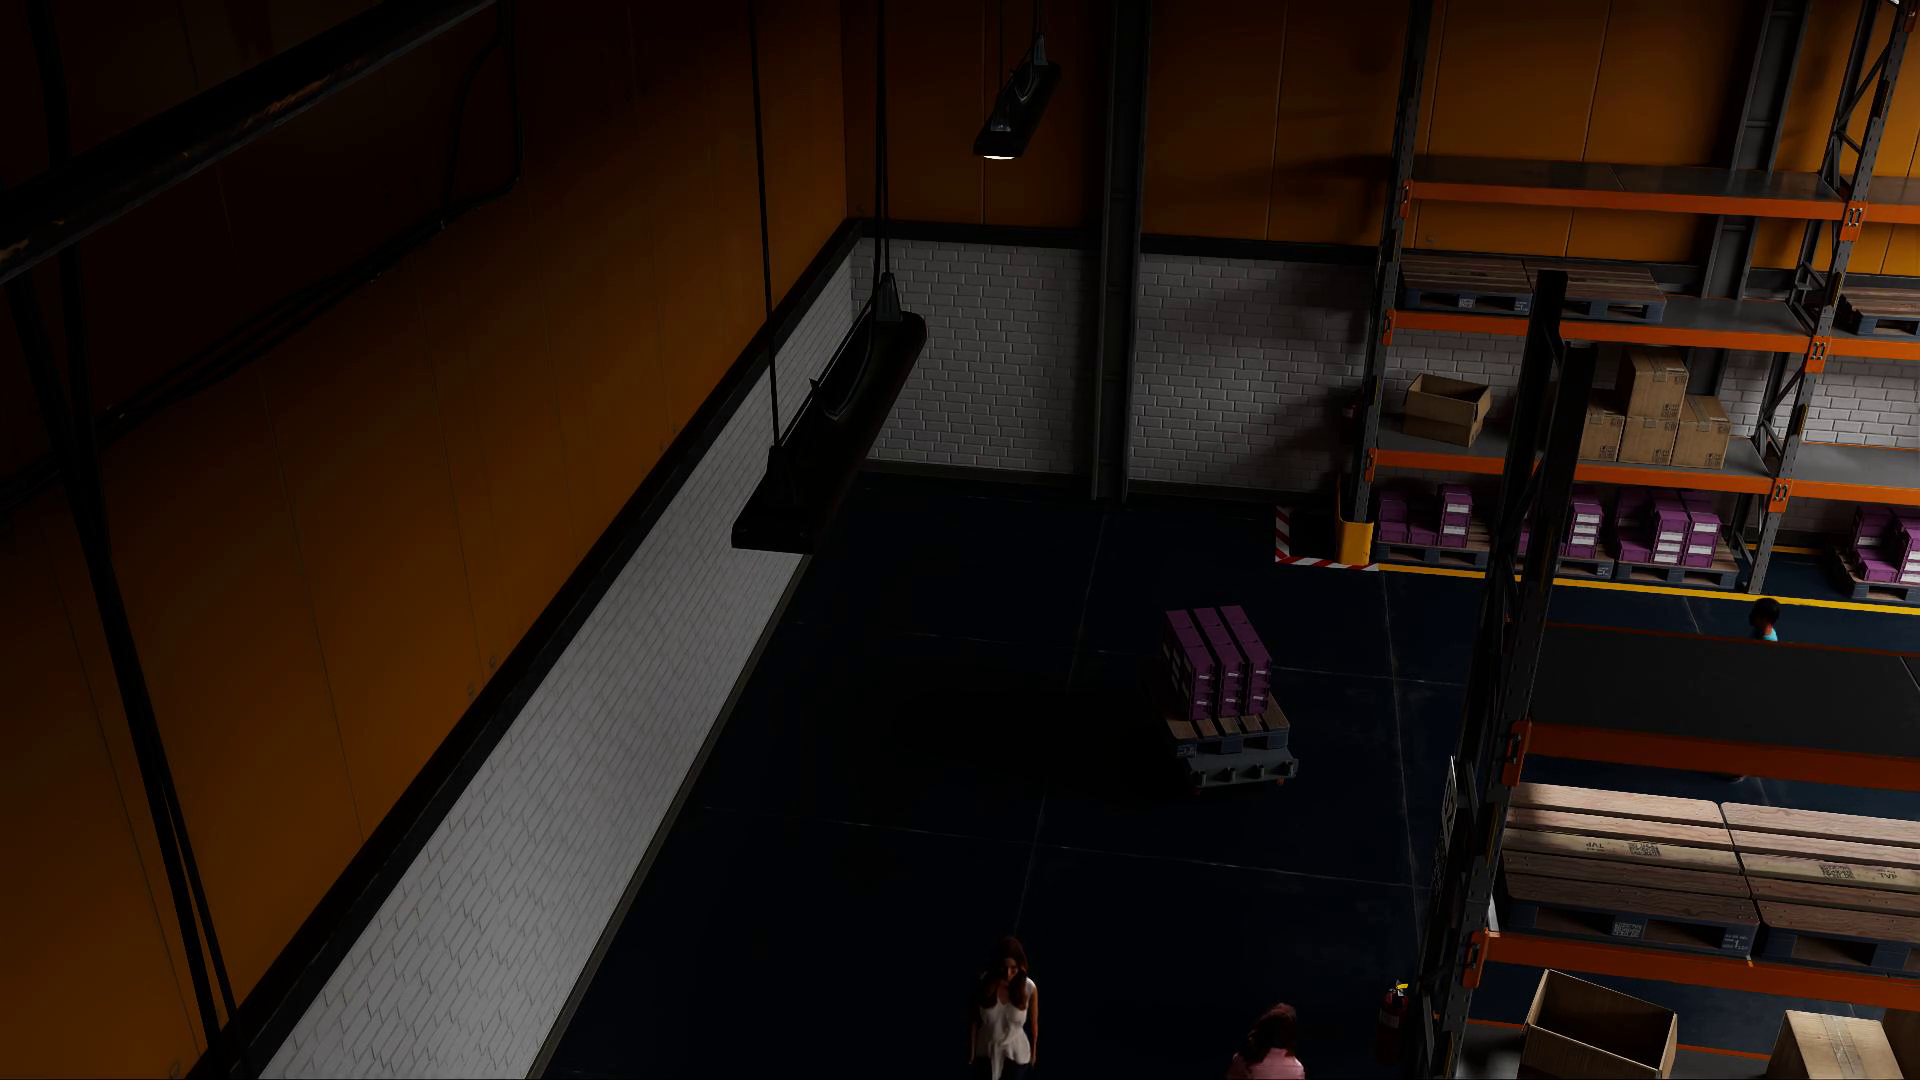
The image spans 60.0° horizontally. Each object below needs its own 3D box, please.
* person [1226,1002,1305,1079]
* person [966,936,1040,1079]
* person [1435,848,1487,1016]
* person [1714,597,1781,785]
[{"bbox_3d":[1.726,3.522,9.708,1.059,1.763,0.784,0,29,1],"label":"person"},{"bbox_3d":[0.267,3.139,10.408,0.843,1.765,0.646,5,29,8],"label":"person"},{"bbox_3d":[3.496,2.629,11.417,0.699,1.694,0.781,23,36,36],"label":"person"},{"bbox_3d":[6.662,1.283,13.813,0.697,1.763,0.686,12,31,21],"label":"person"}]
